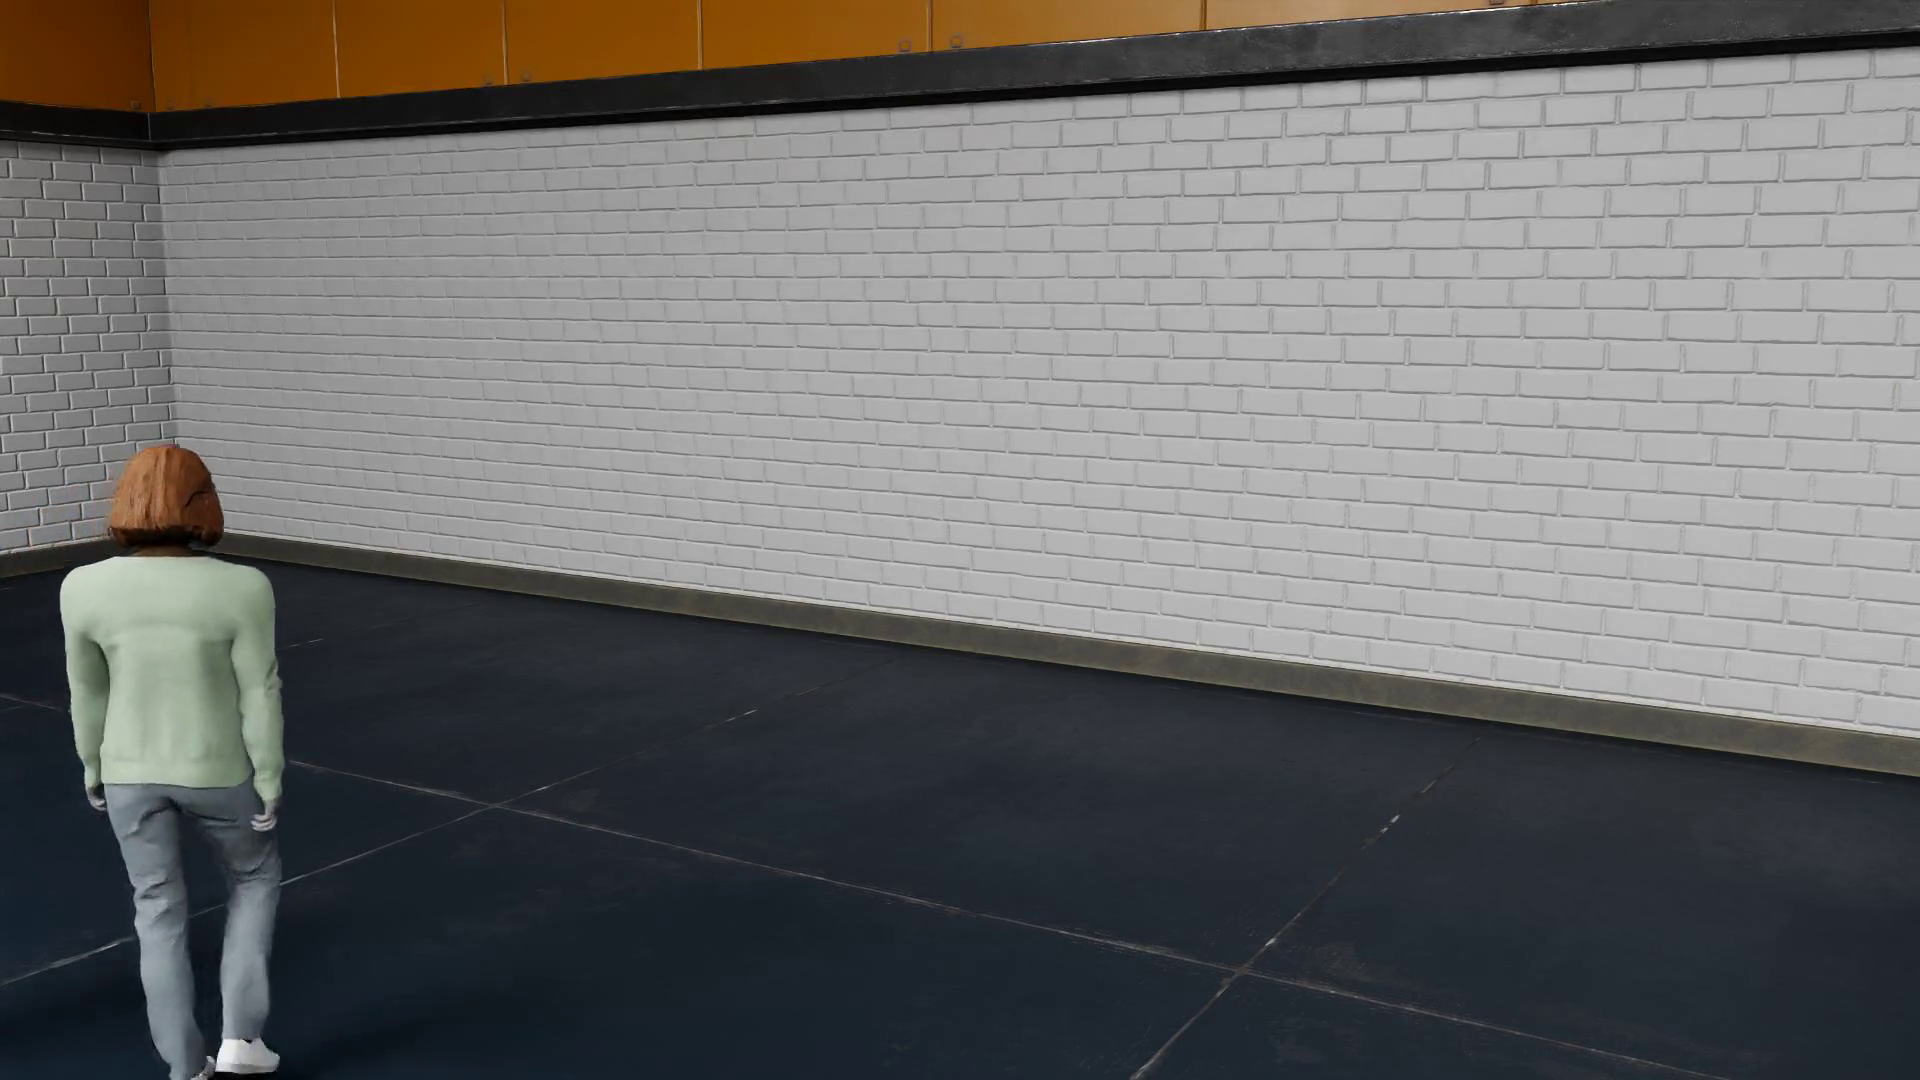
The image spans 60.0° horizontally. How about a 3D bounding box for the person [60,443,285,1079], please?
[{"bbox_3d":[-1.887,0.575,4.038,0.517,1.618,0.345,-1,9,-9],"label":"person"}]
